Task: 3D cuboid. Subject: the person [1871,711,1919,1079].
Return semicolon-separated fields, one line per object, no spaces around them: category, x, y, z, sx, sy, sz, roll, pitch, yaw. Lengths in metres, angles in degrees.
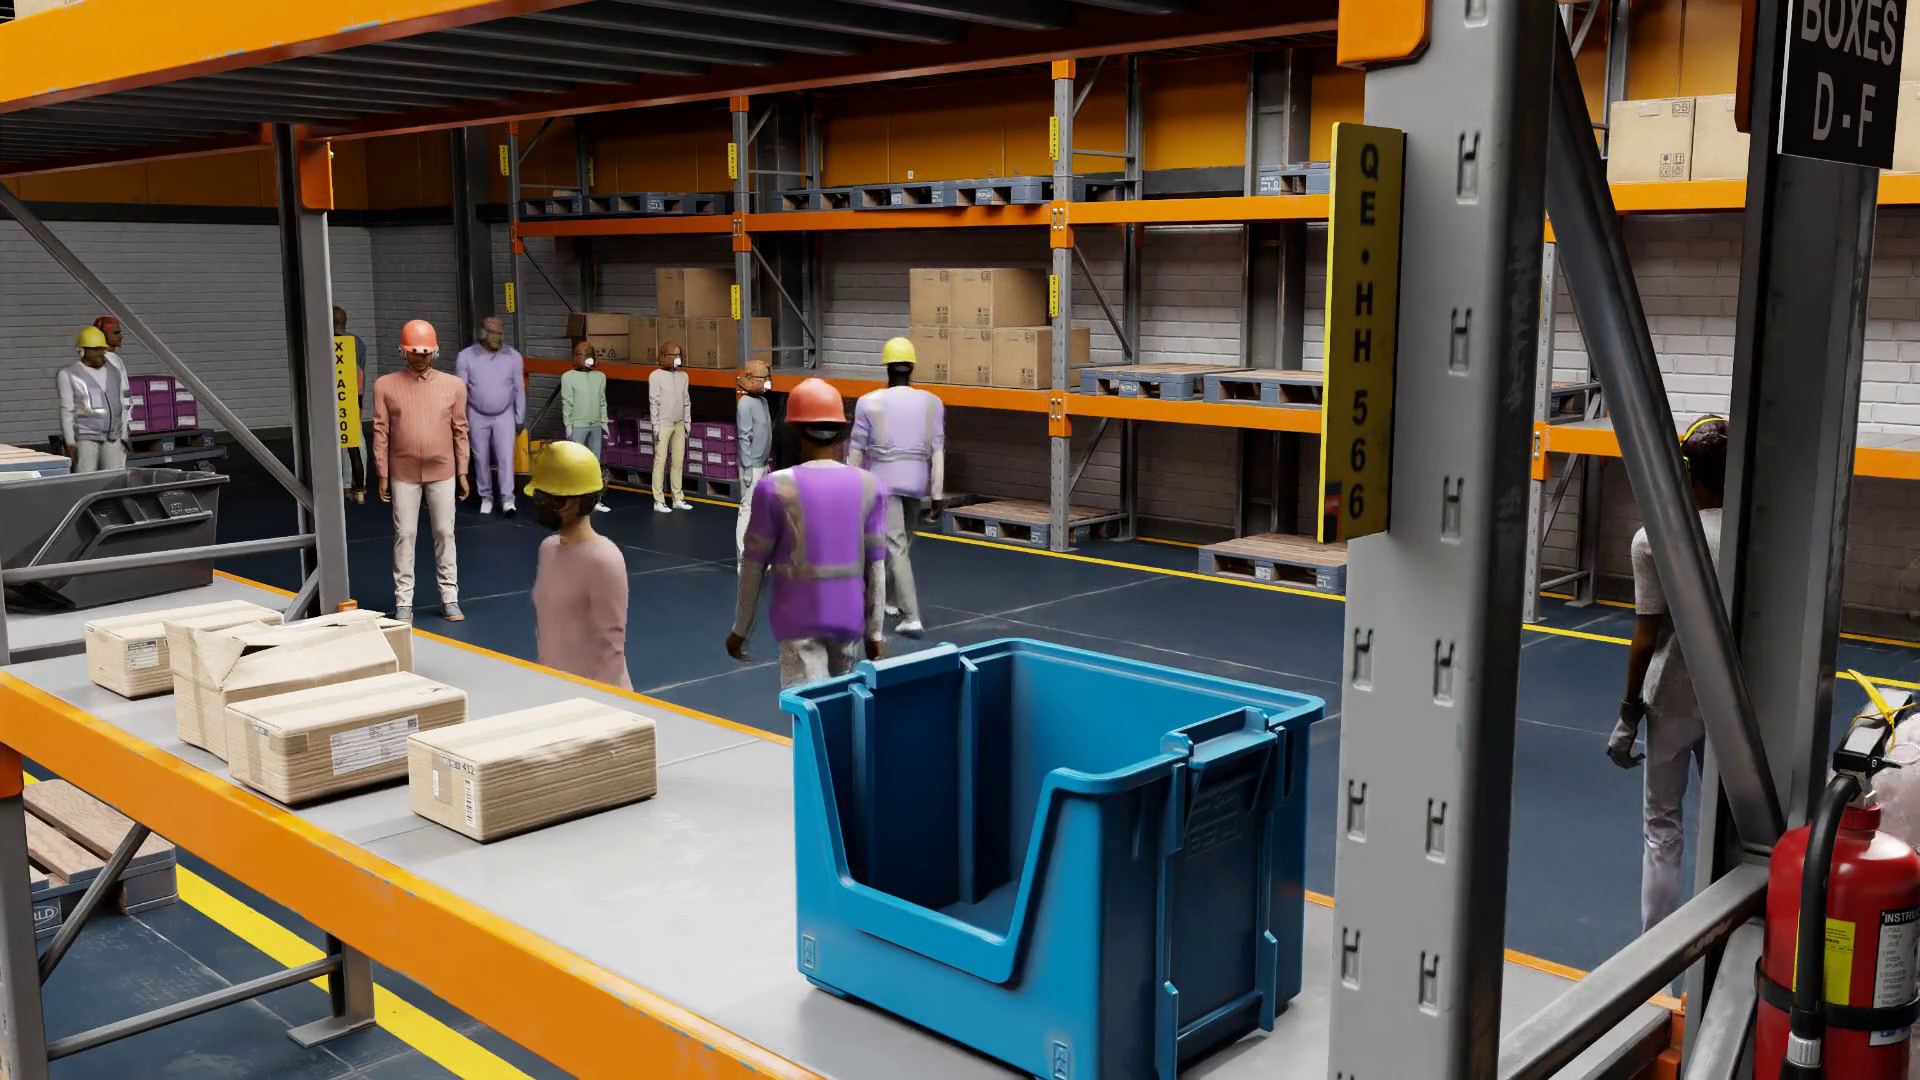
person;1.834;0.917;3.024;0.733;1.846;1.032;-6;11;-32

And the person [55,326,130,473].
person;-7.366;-0.902;14.188;0.403;1.828;0.600;5;10;27

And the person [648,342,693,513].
person;-2.767;-1.078;15.900;0.277;1.627;0.496;7;12;38

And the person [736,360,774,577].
person;-1.544;-0.542;12.579;0.267;1.632;0.507;2;9;11

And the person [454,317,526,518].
person;-4.365;-1.124;15.479;0.673;1.853;0.952;-3;10;-17

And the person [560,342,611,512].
person;-3.540;-1.059;15.749;0.288;1.634;0.499;8;12;41

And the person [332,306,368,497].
person;-6.292;-1.405;16.938;0.359;1.937;0.635;3;10;17

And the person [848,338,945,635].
person;-0.407;-0.358;10.716;0.608;1.877;0.996;-4;10;-22

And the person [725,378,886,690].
person;-0.596;0.311;6.585;0.569;1.886;0.979;-6;11;-32

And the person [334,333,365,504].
person;-6.054;-1.171;16.237;0.318;1.699;0.535;7;11;35

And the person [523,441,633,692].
person;-1.261;0.552;5.489;0.333;1.758;0.565;-7;12;-38

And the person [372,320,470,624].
person;-3.508;-0.440;10.866;0.608;1.989;0.386;-4;10;-22

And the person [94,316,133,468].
person;-7.725;-1.090;15.177;0.343;1.882;0.585;-2;9;-11

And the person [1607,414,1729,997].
person;2.295;0.542;5.210;0.532;1.870;0.319;-1;9;-6
